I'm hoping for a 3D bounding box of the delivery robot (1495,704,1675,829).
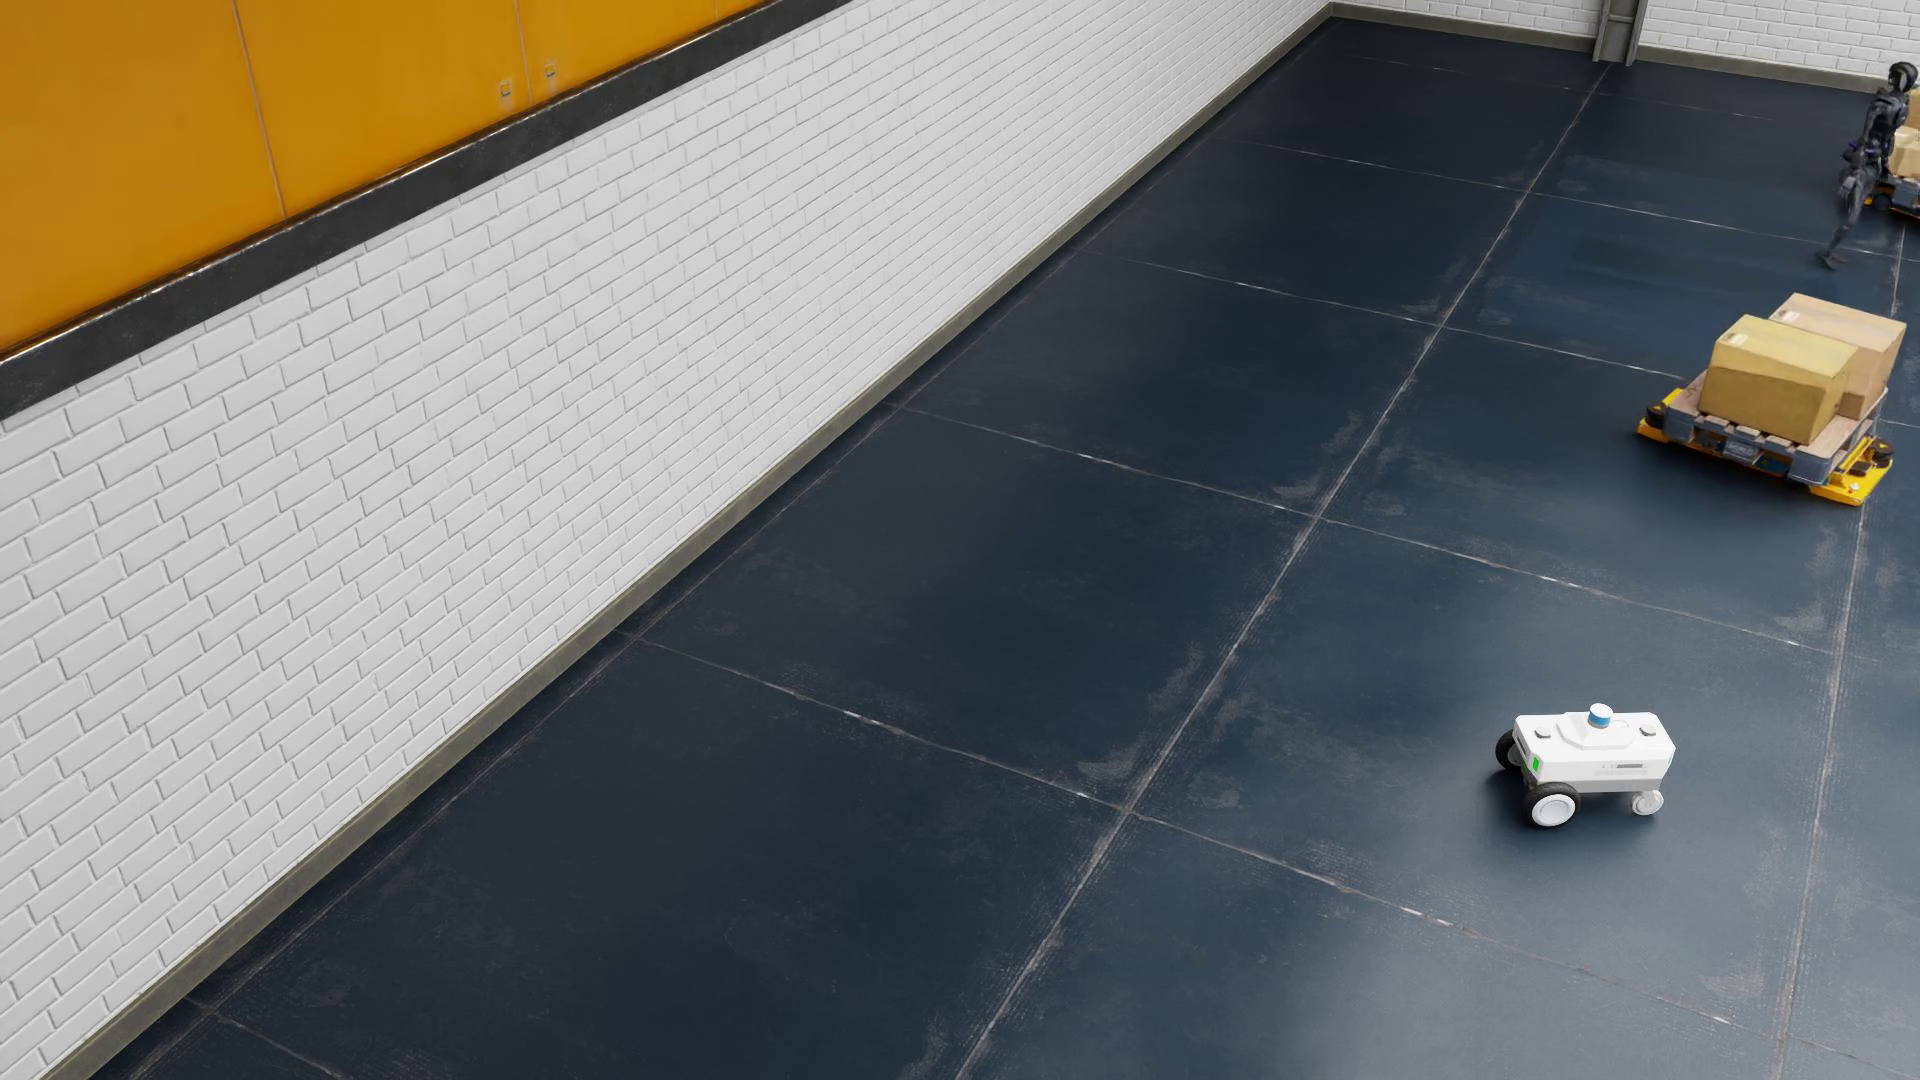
[{"bbox_3d":[3.052,1.068,8.142,0.794,0.606,0.499,-1,34,-2],"label":"delivery robot"}]

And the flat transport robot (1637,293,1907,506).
[{"bbox_3d":[5.305,-0.663,10.964,1.431,0.231,0.659,26,42,33],"label":"flat transport robot"}]

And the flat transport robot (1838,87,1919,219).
[{"bbox_3d":[8.405,-2.889,14.276,0.659,0.231,1.431,-21,39,-28],"label":"flat transport robot"}]

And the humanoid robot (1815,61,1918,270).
[{"bbox_3d":[7.152,-2.955,13.114,0.608,1.654,0.306,-24,41,-31],"label":"humanoid robot"}]
